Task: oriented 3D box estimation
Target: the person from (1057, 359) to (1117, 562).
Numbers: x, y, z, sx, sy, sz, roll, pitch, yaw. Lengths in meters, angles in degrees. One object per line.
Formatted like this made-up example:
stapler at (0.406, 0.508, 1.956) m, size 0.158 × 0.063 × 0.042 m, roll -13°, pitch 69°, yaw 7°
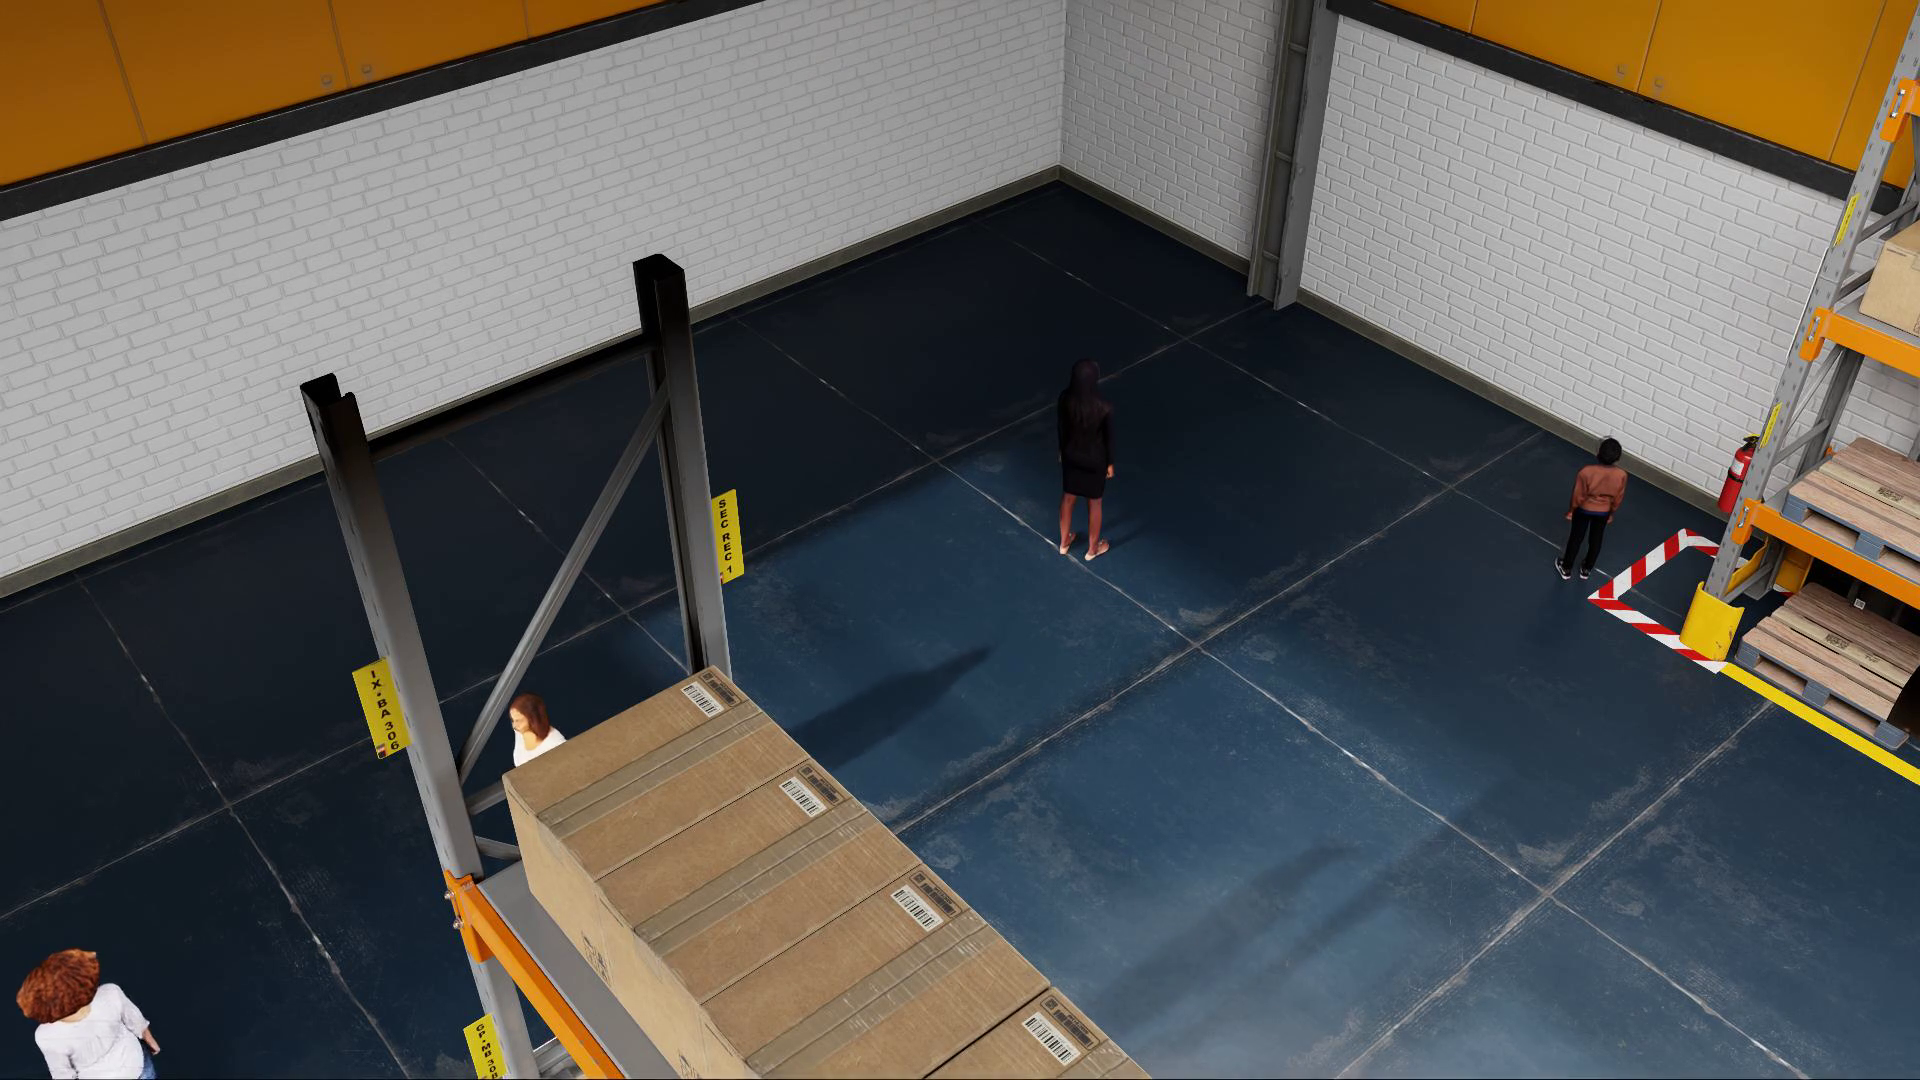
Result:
person at (0.934, -0.612, 12.471) m, size 0.574 × 1.720 × 0.735 m, roll 17°, pitch 42°, yaw 20°

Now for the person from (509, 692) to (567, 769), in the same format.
person at (-2.342, 1.469, 9.906) m, size 0.630 × 1.670 × 0.760 m, roll 23°, pitch 44°, yaw 26°

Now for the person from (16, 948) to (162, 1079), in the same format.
person at (-4.222, 2.708, 8.342) m, size 0.625 × 1.685 × 1.097 m, roll -28°, pitch 46°, yaw -30°

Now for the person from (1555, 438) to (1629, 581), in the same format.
person at (4.706, -0.233, 12.369) m, size 0.591 × 1.255 × 0.654 m, roll 4°, pitch 39°, yaw 5°
